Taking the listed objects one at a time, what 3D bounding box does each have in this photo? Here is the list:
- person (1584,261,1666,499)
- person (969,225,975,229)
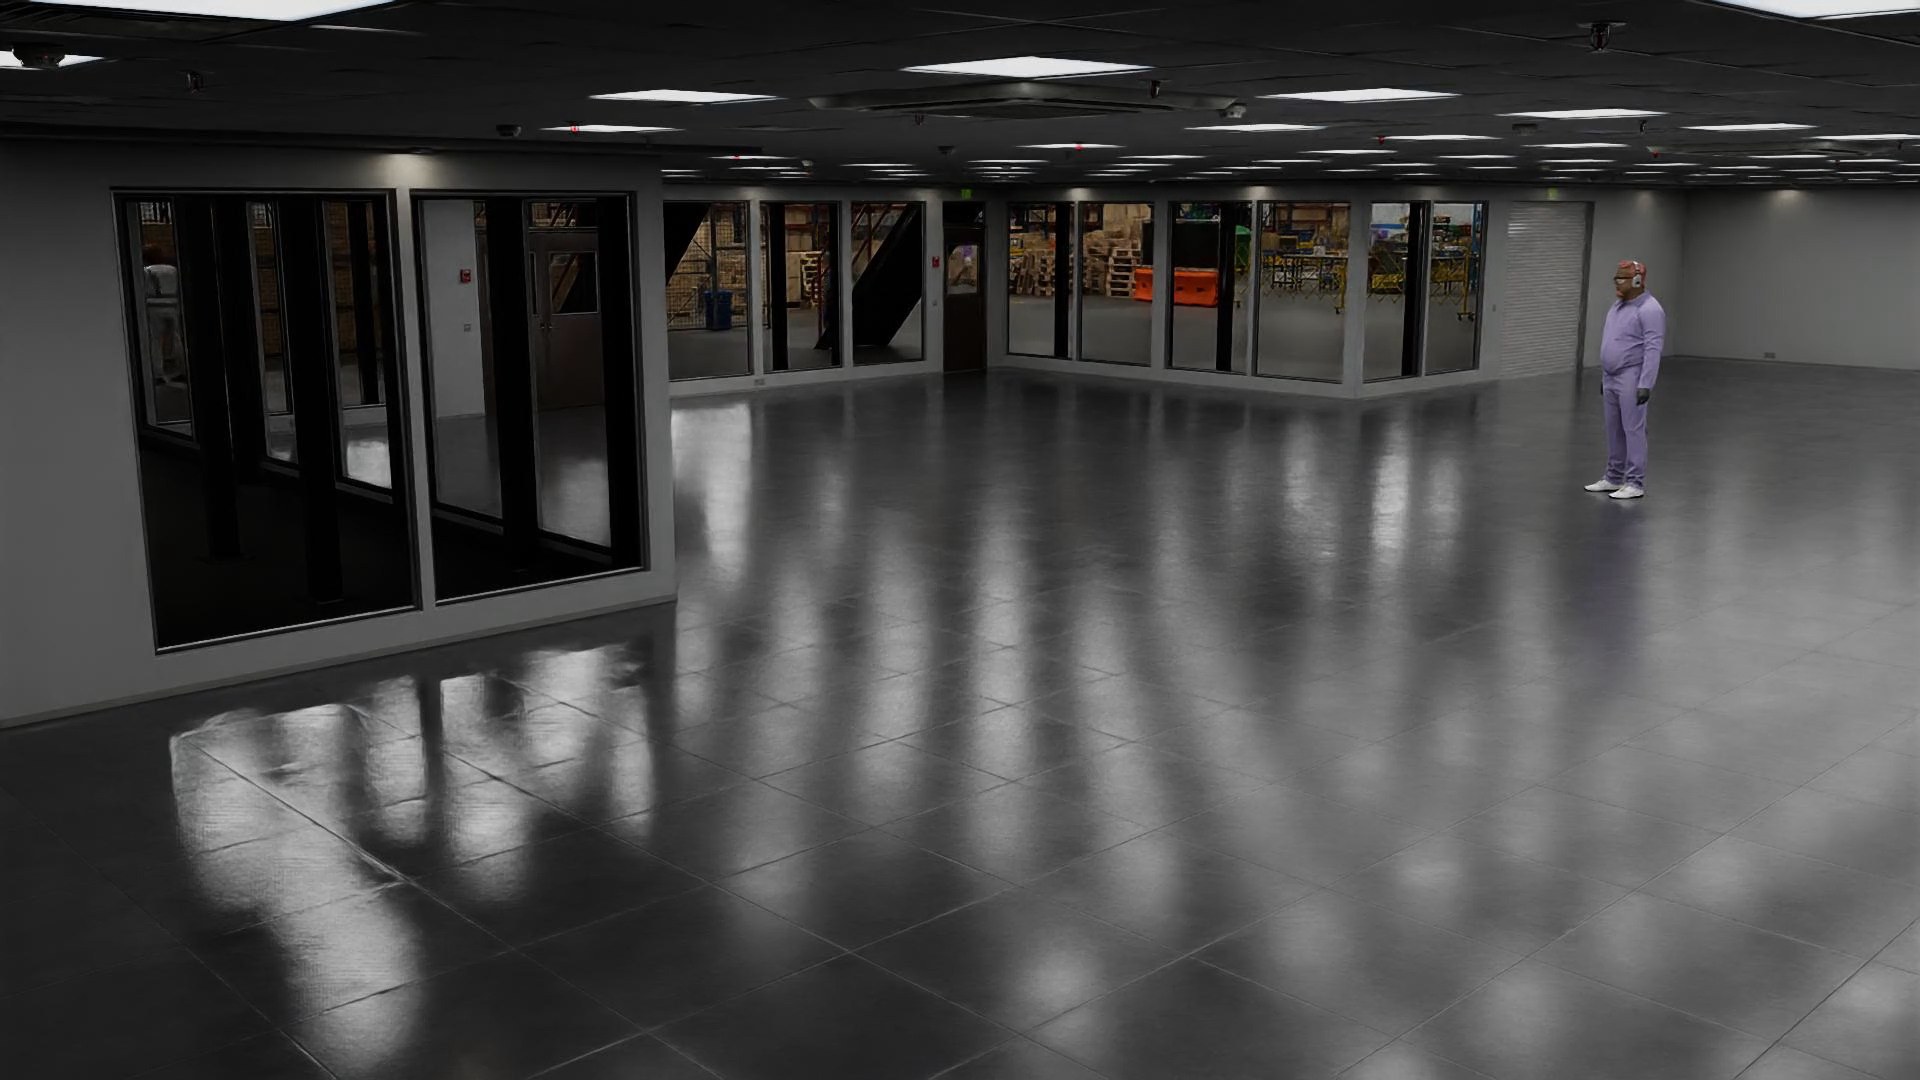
[{"bbox_3d":[5.358,-1.289,13.425,0.402,1.906,0.652,-2,11,-9],"label":"person"},{"bbox_3d":[0.146,-8.542,49.836,0.906,1.893,0.574,4,12,20],"label":"person"}]
